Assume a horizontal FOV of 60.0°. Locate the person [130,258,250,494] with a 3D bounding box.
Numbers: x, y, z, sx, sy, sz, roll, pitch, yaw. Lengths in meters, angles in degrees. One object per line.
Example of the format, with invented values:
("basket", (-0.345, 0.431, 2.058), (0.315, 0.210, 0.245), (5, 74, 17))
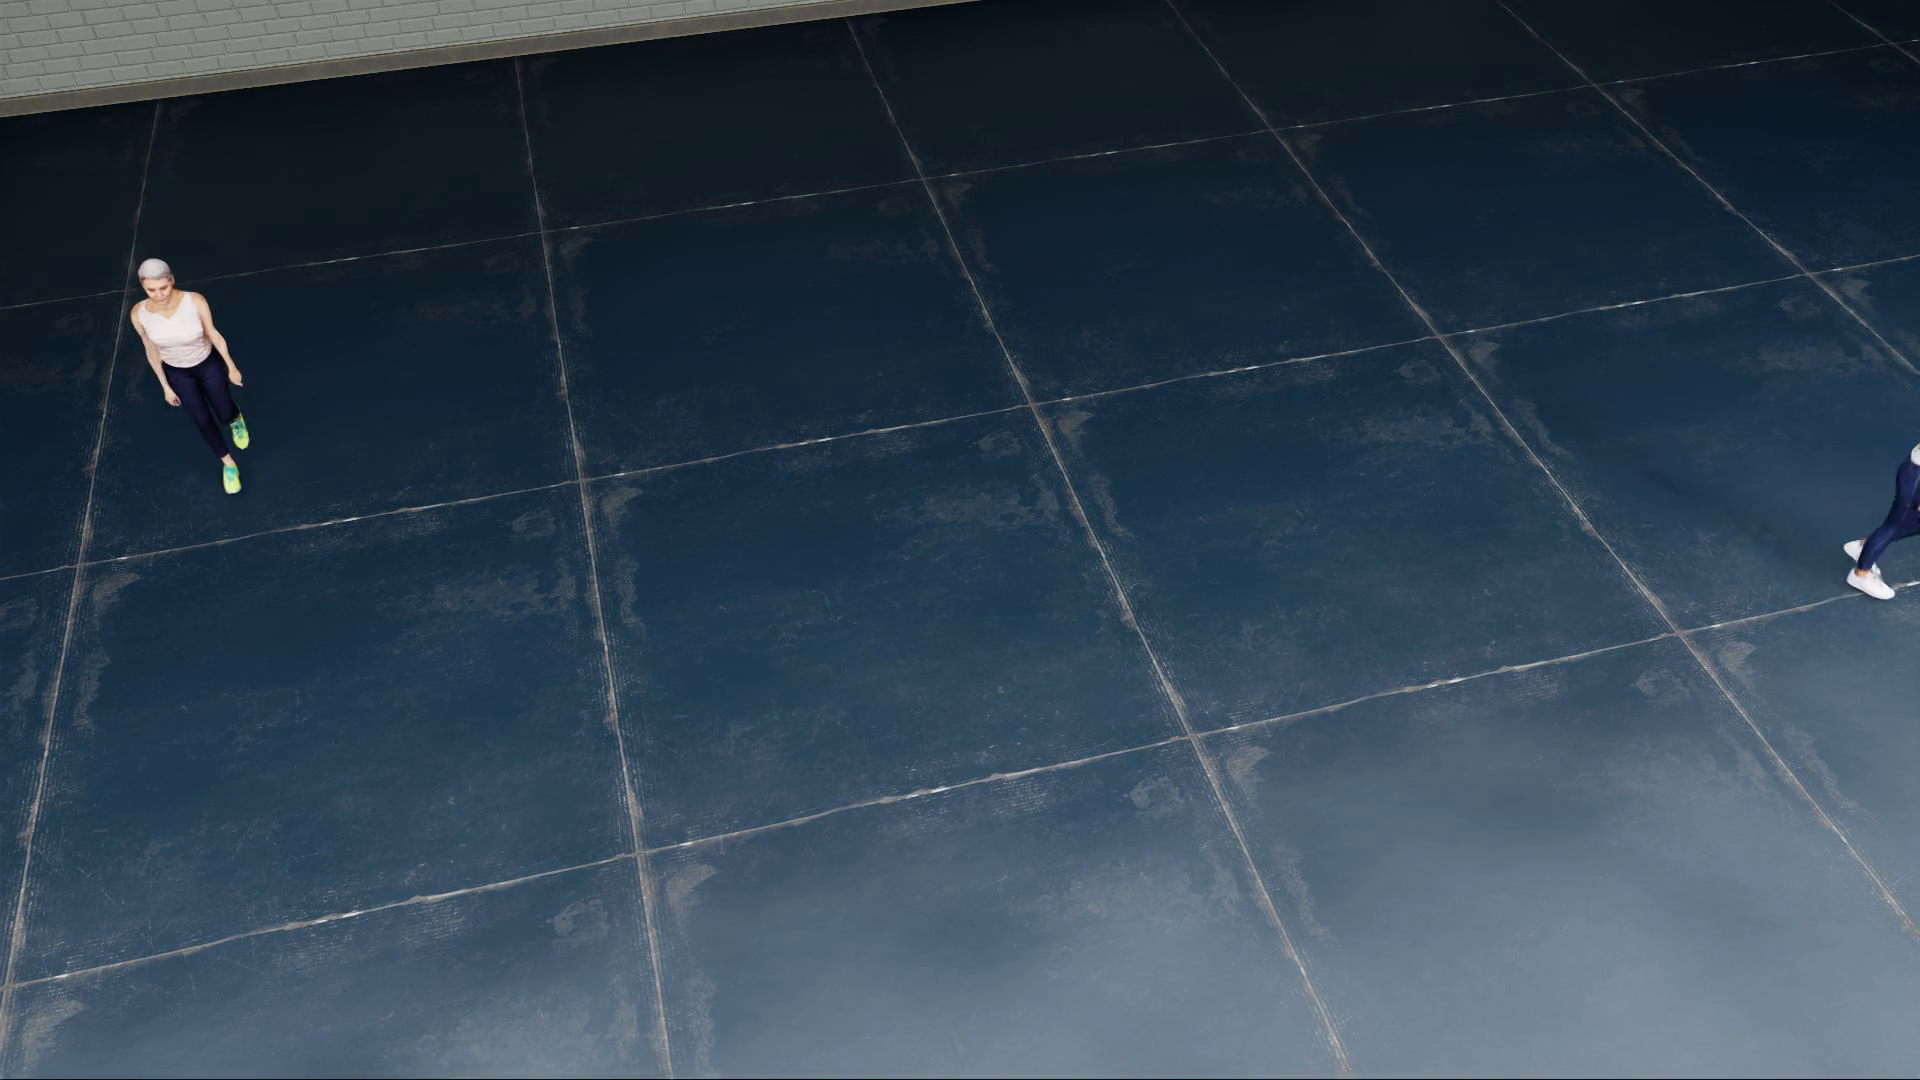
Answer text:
("person", (-4.659, -1.071, 10.106), (0.611, 1.676, 0.806), (-12, 44, -12))
